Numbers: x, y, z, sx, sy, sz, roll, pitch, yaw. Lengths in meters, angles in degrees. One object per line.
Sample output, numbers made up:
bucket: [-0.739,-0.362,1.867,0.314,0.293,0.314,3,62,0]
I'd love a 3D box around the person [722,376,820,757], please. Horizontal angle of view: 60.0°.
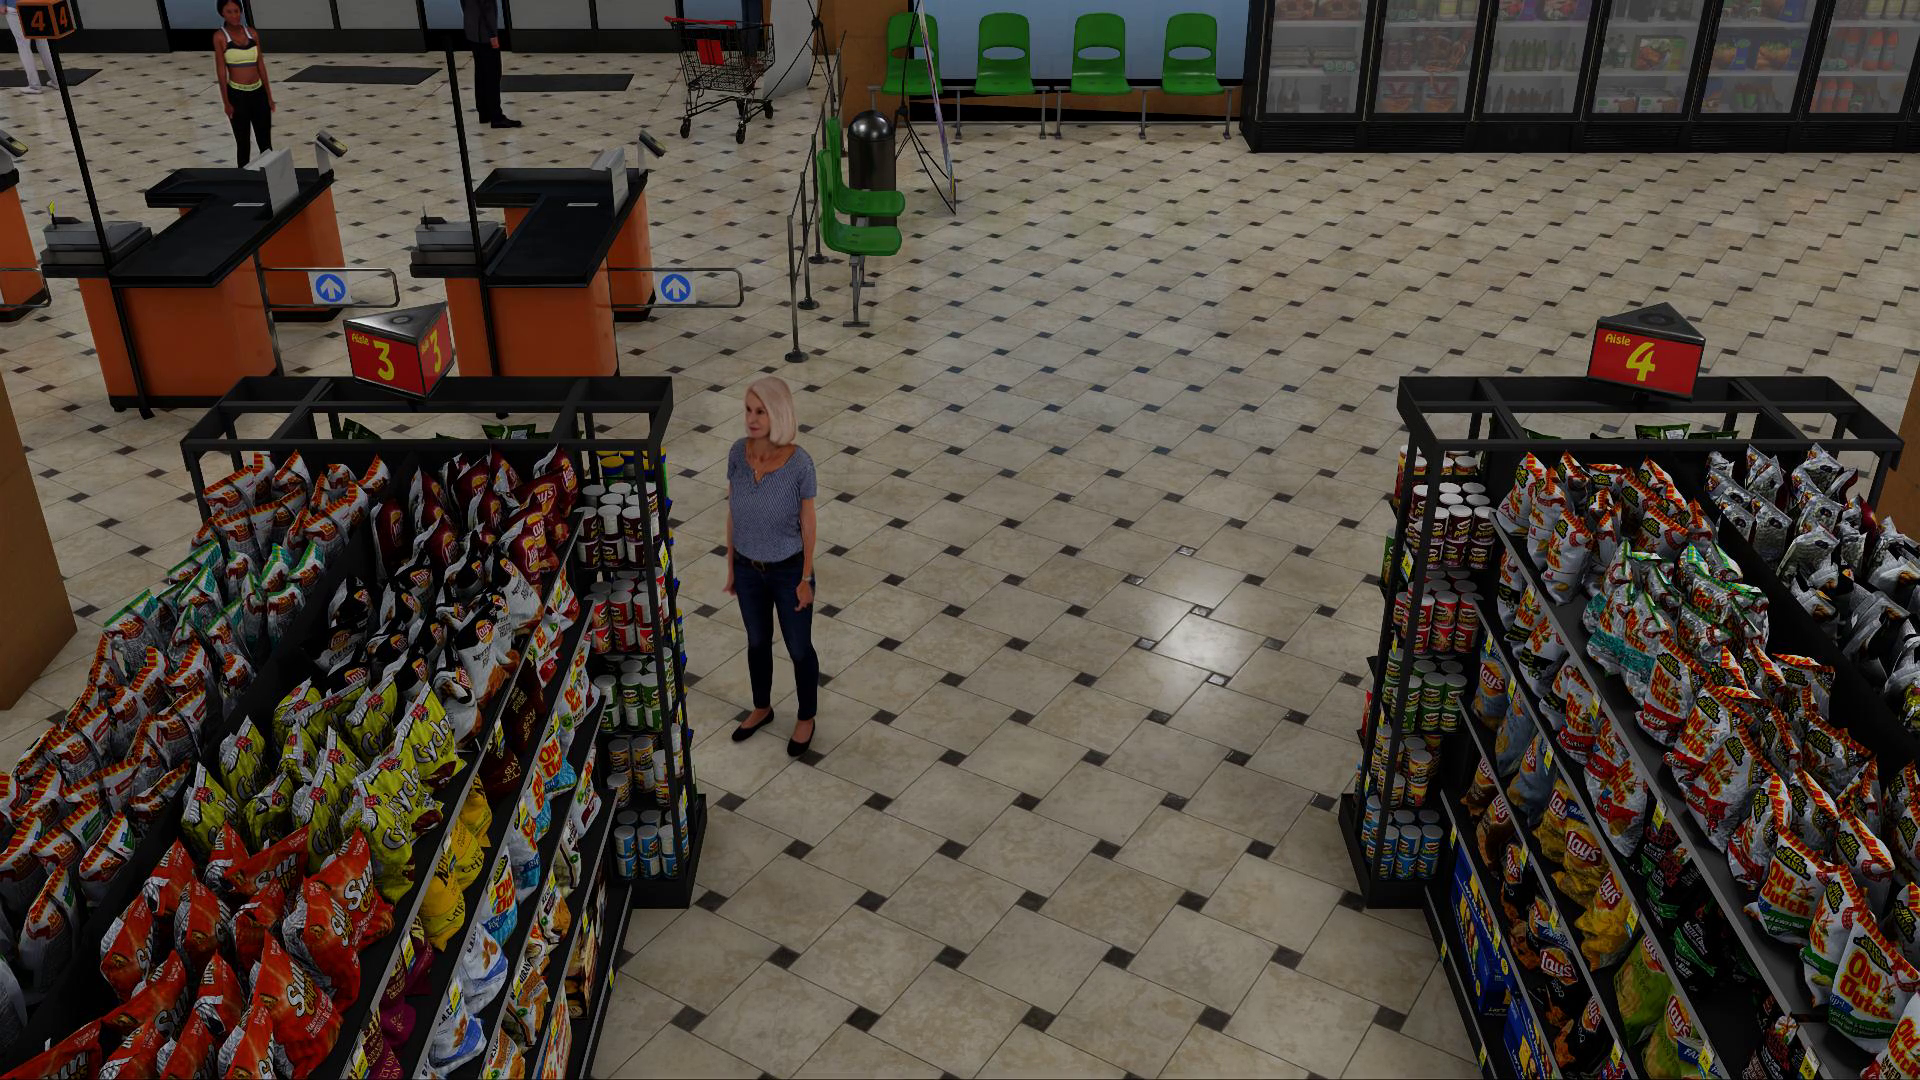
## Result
person: [-0.788,0.108,7.053,0.648,1.722,0.639,12,31,21]

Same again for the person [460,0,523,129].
person: [-4.658,-4.994,16.275,0.863,1.840,0.763,-20,34,-32]

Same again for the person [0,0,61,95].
person: [-9.849,-5.658,17.441,0.803,1.888,0.684,16,32,26]

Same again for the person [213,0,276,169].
person: [-5.993,-3.694,13.984,0.639,1.753,0.694,-24,37,-37]

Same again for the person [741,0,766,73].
person: [-2.327,-6.104,18.357,0.726,1.792,0.616,-15,32,-26]
